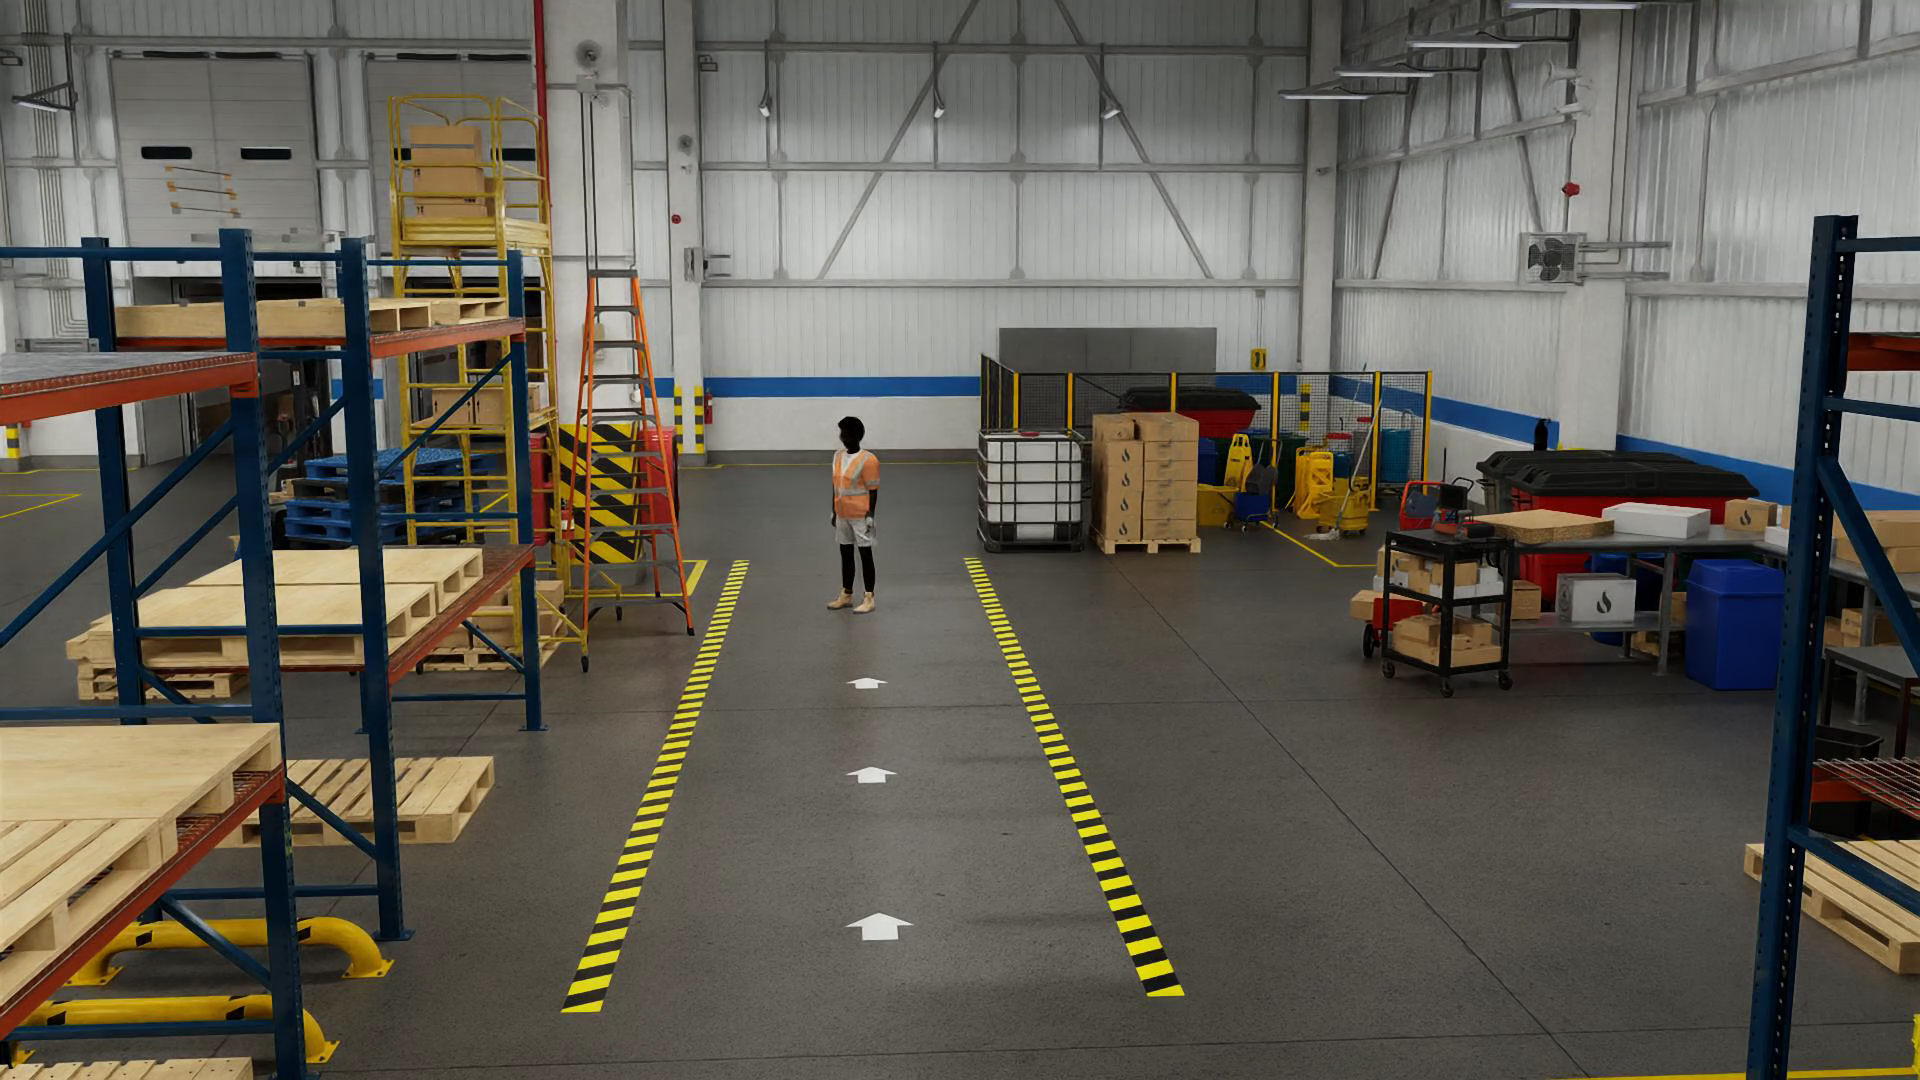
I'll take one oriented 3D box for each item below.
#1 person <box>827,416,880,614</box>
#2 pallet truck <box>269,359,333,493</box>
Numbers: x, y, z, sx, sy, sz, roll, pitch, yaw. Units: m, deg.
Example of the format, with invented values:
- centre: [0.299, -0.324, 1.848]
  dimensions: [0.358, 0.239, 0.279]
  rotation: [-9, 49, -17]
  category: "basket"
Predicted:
- centre: [-0.908, -0.215, 14.193]
  dimensions: [0.529, 1.694, 0.321]
  rotation: [8, 12, 41]
  category: "person"
- centre: [-7.062, -1.131, 18.996]
  dimensions: [1.885, 1.965, 0.823]
  rotation: [2, 9, 13]
  category: "pallet truck"
